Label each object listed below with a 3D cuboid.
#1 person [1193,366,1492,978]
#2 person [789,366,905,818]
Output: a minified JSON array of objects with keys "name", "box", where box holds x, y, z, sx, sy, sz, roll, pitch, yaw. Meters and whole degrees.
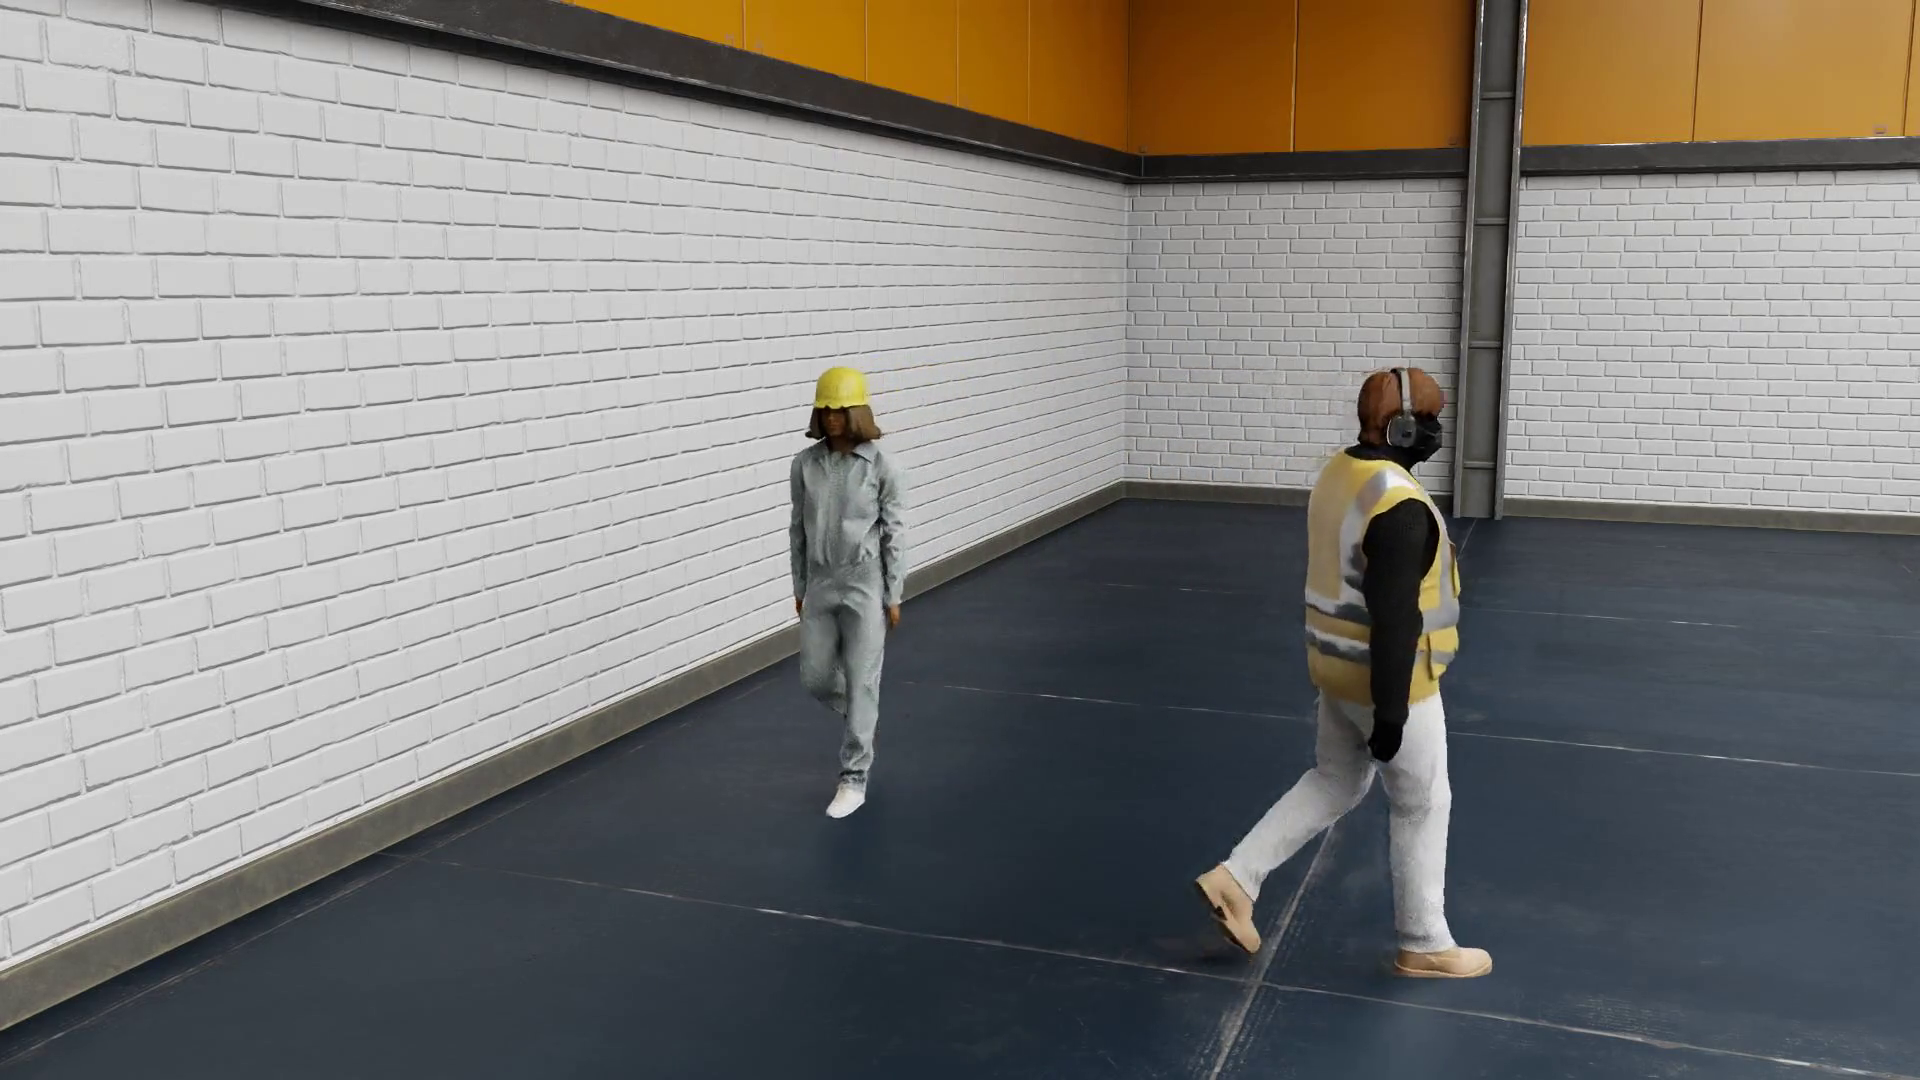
[{"name":"person","box":[1.141,0.401,4.861,0.806,1.822,0.626,-1,9,-8]},{"name":"person","box":[-0.413,0.178,6.509,0.490,1.730,0.557,4,10,21]}]
